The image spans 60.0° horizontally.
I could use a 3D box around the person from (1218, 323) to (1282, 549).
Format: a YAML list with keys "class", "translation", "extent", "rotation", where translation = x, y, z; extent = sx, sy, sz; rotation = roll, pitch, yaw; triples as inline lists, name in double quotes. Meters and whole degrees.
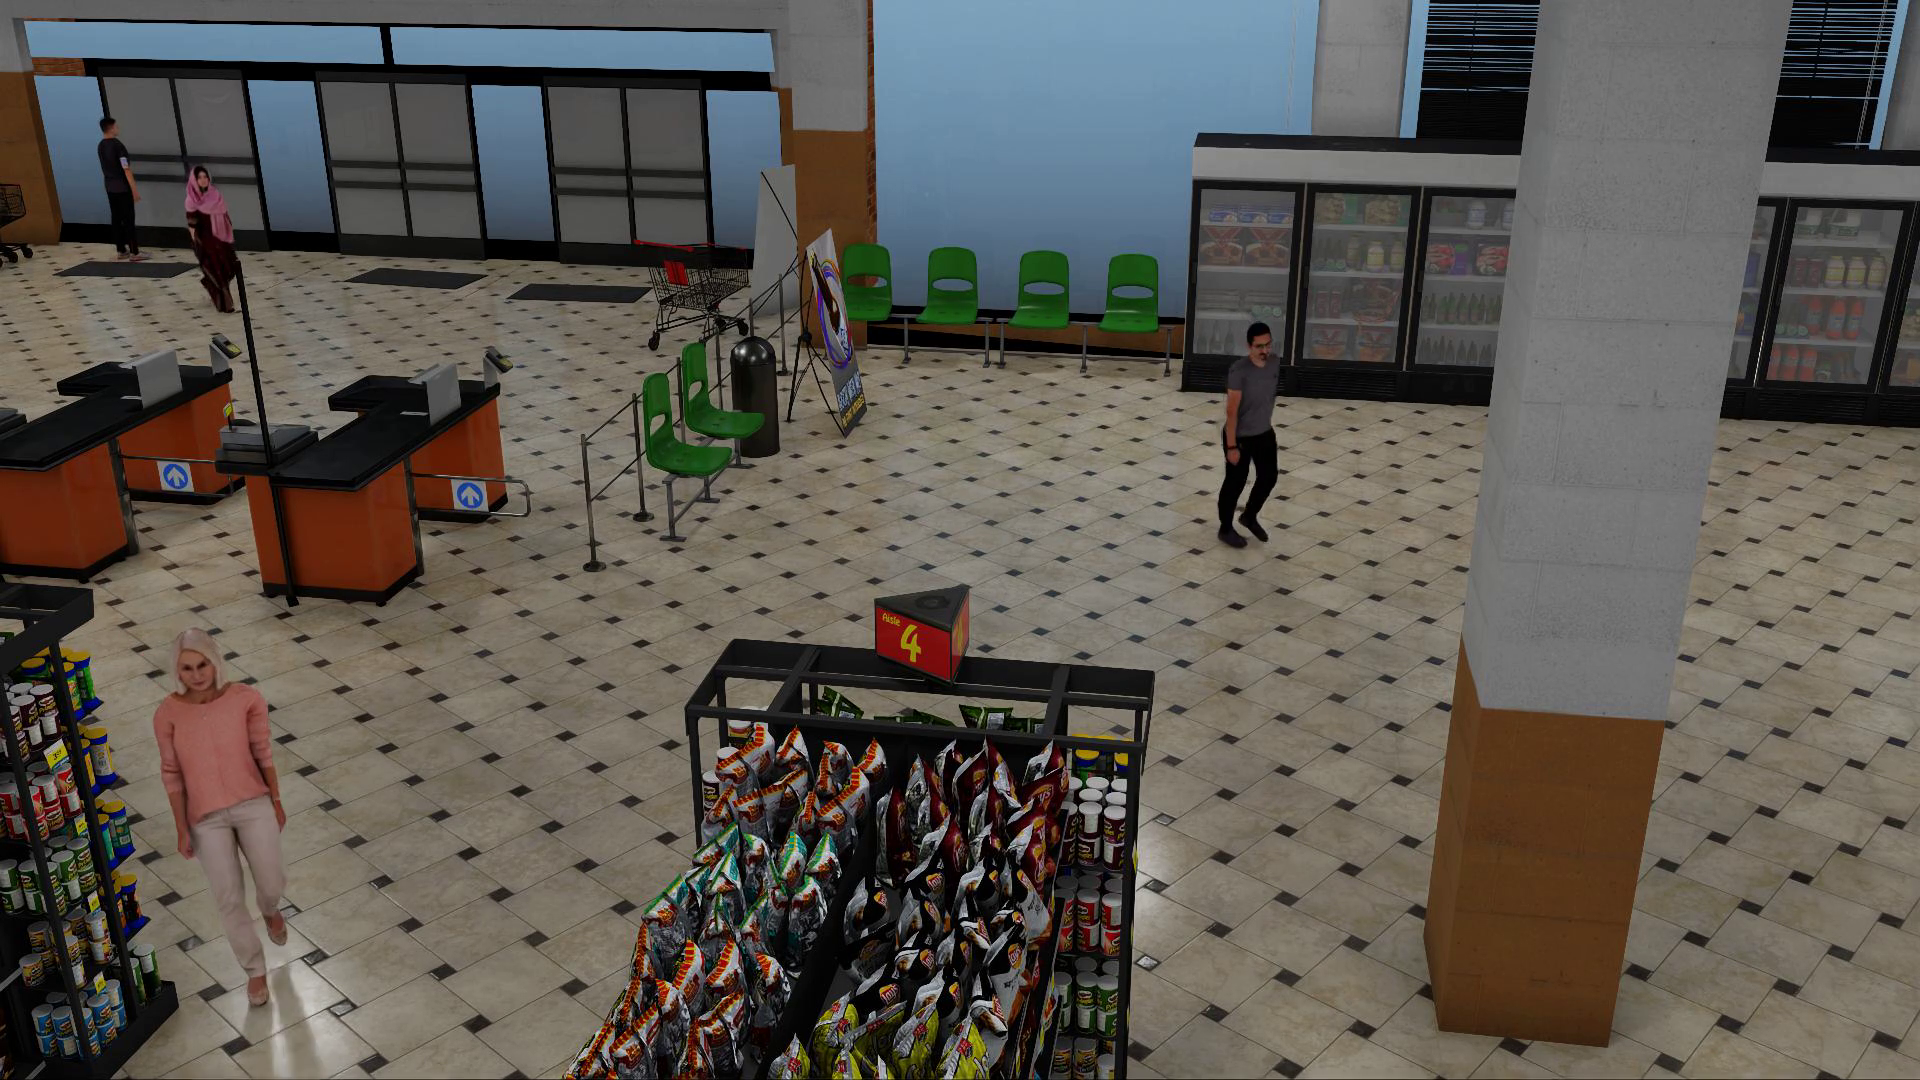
- class: "person"
  translation: [2.045, -0.770, 11.956]
  extent: [0.832, 1.716, 0.891]
  rotation: [-16, 27, -34]

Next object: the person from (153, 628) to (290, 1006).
- class: "person"
  translation: [-3.177, 1.144, 7.194]
  extent: [0.815, 1.714, 0.908]
  rotation: [-11, 24, -25]

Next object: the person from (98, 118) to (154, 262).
- class: "person"
  translation: [-10.612, -4.424, 20.986]
  extent: [0.704, 1.763, 0.646]
  rotation: [11, 25, 26]

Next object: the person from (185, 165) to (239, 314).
- class: "person"
  translation: [-8.338, -3.343, 18.488]
  extent: [0.931, 1.620, 0.930]
  rotation: [17, 28, 37]
